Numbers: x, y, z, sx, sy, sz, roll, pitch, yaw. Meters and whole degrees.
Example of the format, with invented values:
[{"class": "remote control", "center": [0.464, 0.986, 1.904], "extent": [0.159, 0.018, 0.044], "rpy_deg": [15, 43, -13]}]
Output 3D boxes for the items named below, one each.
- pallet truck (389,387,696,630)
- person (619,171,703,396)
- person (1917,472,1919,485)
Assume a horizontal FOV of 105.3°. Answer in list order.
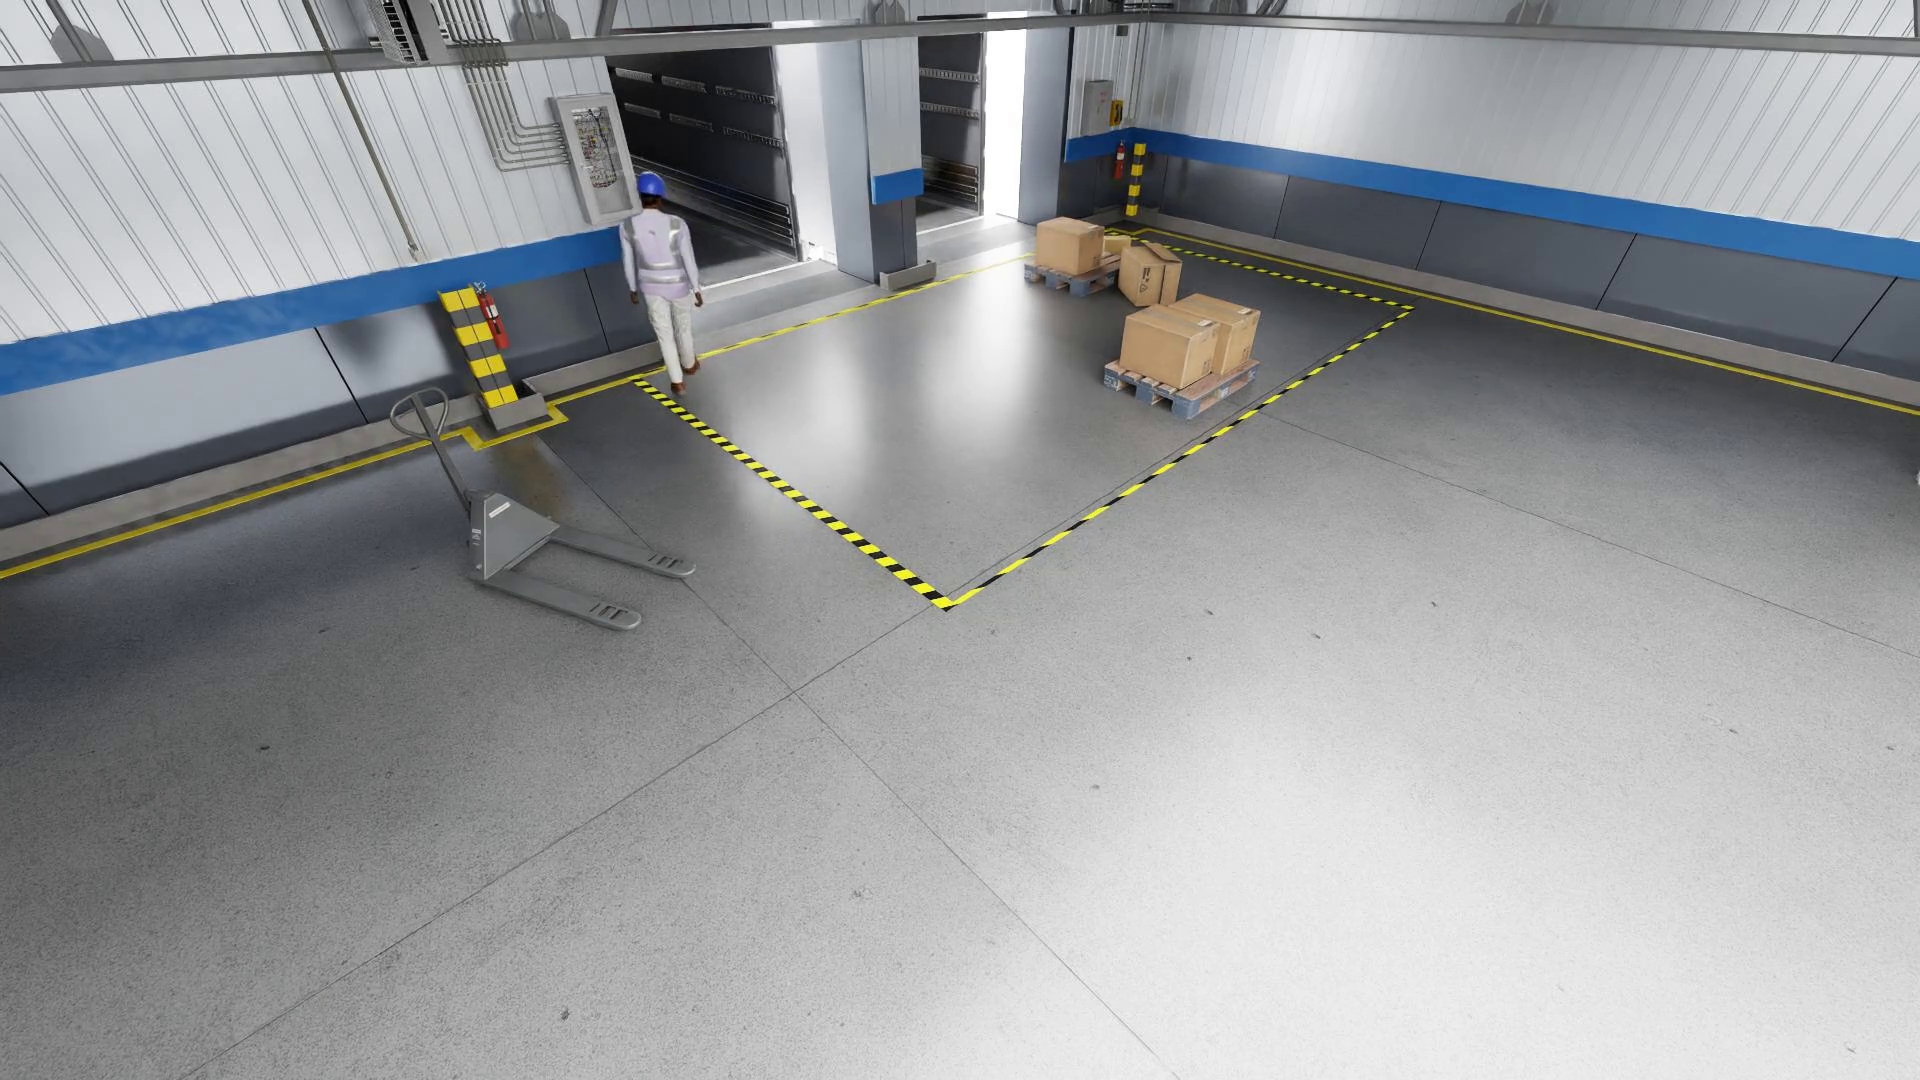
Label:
[{"class": "pallet truck", "center": [-2.613, -0.247, 4.593], "extent": [1.601, 1.201, 0.680], "rpy_deg": [14, 40, 17]}, {"class": "person", "center": [-2.718, -2.326, 6.757], "extent": [0.651, 1.922, 0.766], "rpy_deg": [-10, 39, -13]}, {"class": "person", "center": [7.801, -1.089, 5.279], "extent": [0.503, 1.736, 0.328], "rpy_deg": [16, 40, 20]}]
